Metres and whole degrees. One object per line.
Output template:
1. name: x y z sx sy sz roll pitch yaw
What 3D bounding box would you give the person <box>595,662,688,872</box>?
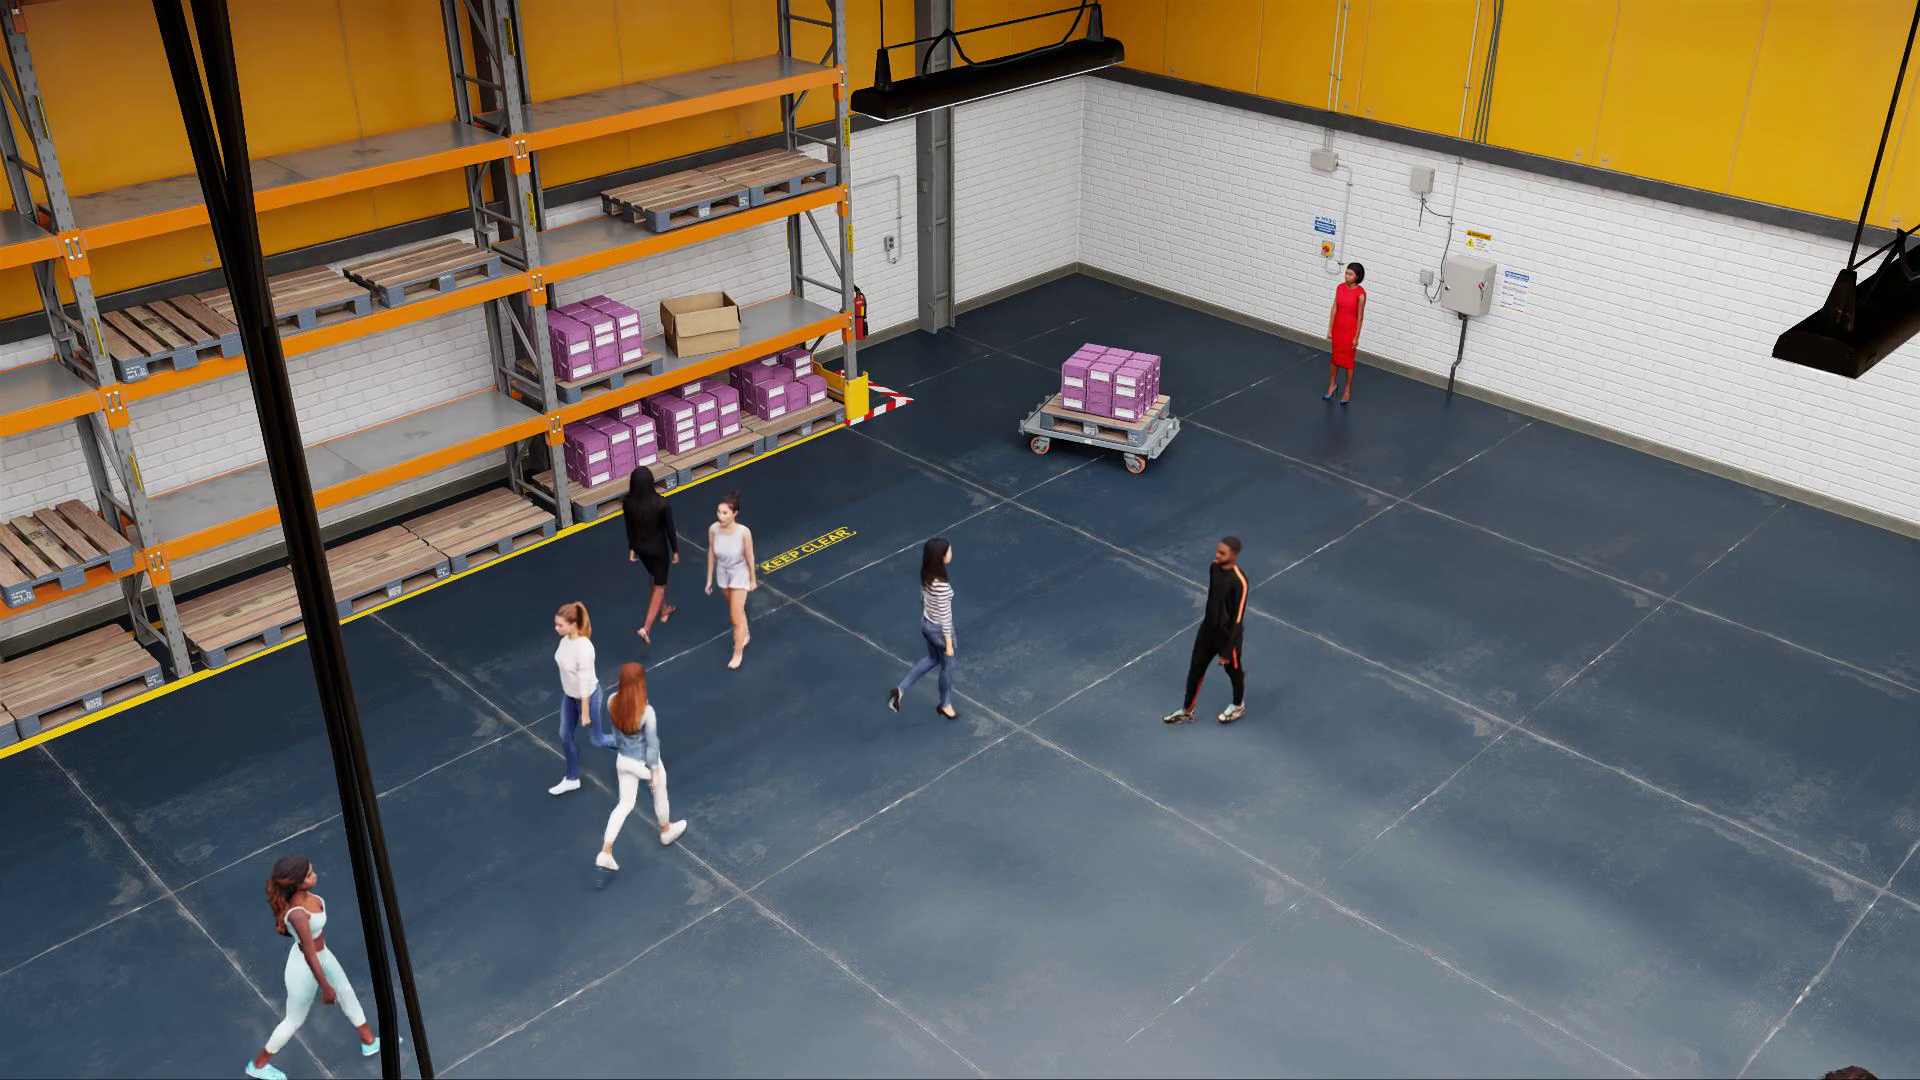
1. person: -2.434 1.699 12.235 0.816 1.670 1.164 15 32 26

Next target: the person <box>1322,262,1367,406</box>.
1. person: 4.599 -2.469 19.800 0.486 1.743 0.563 -25 37 -38

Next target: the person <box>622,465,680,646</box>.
1. person: -2.818 0.153 15.047 1.000 1.692 1.198 7 29 12

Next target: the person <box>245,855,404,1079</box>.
1. person: -4.139 2.709 10.369 1.241 1.685 0.932 -9 30 -17

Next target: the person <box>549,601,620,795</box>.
1. person: -2.871 1.232 13.066 1.130 1.695 0.771 -16 33 -27

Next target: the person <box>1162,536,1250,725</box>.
1. person: 2.270 0.752 13.855 1.063 1.782 0.808 -17 33 -28

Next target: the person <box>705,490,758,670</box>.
1. person: -1.987 0.289 14.902 0.704 1.591 0.859 14 31 23

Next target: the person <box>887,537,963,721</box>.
1. person: -0.267 0.800 13.773 0.992 1.775 0.789 -12 31 -21
